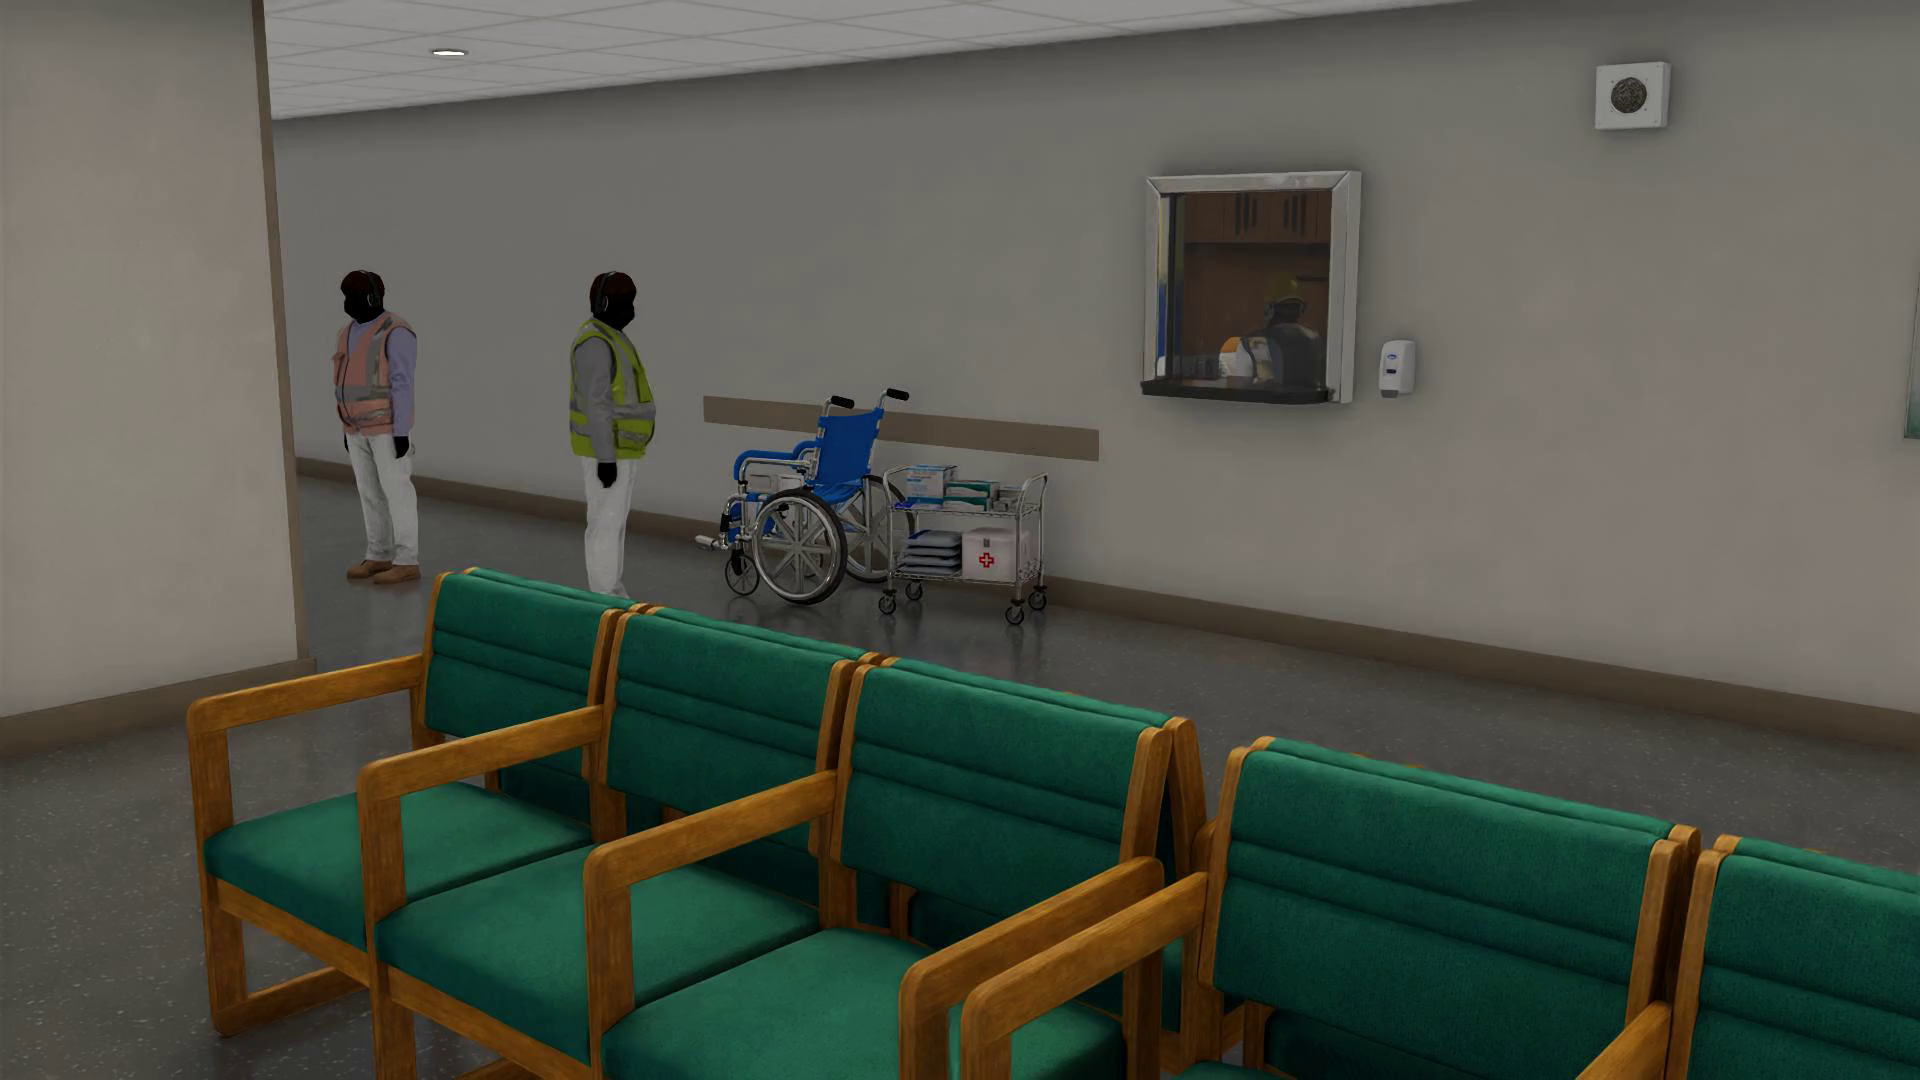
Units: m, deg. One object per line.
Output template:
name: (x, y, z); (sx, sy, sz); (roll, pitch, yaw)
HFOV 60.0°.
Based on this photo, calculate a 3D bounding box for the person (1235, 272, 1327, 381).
person: (1.792, -0.569, 9.283); (0.594, 1.824, 0.404); (-2, 10, -10)

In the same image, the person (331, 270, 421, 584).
person: (-3.436, -0.657, 9.768); (0.619, 1.836, 0.431); (7, 12, 33)

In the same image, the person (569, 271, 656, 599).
person: (-1.780, -0.454, 8.580); (0.430, 1.841, 0.624); (0, 10, -2)
